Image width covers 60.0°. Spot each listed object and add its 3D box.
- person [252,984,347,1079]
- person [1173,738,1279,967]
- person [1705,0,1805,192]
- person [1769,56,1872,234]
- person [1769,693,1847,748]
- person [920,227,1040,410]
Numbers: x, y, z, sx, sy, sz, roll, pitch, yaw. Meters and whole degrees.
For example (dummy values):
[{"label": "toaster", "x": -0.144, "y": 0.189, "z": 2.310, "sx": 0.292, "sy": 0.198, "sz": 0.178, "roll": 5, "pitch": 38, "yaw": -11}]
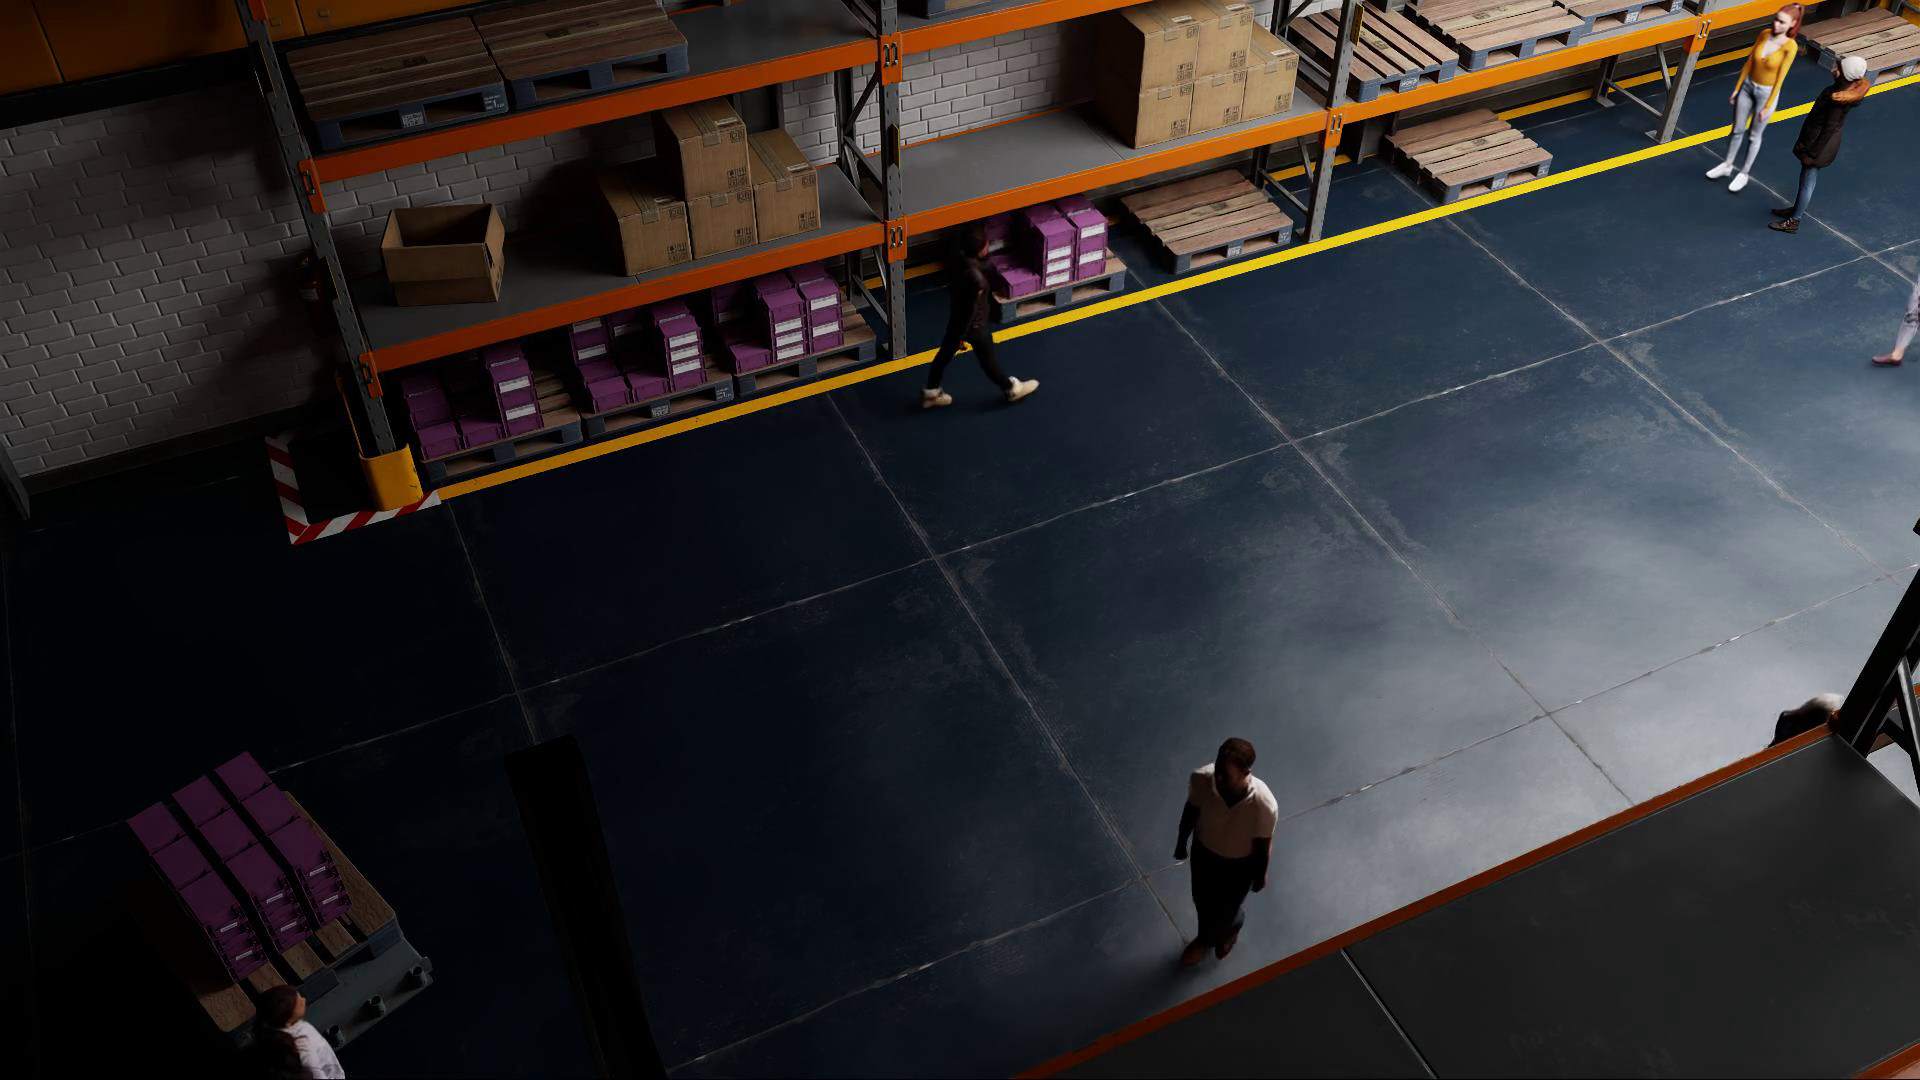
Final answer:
[{"label": "person", "x": -3.177, "y": 2.670, "z": 8.017, "sx": 0.645, "sy": 1.549, "sz": 0.730, "roll": 30, "pitch": 51, "yaw": 28}, {"label": "person", "x": 1.473, "y": 1.630, "z": 8.900, "sx": 0.798, "sy": 1.837, "sz": 0.825, "roll": 31, "pitch": 52, "yaw": 28}, {"label": "person", "x": 7.124, "y": -3.961, "z": 14.834, "sx": 0.518, "sy": 1.746, "sz": 0.584, "roll": -21, "pitch": 48, "yaw": -21}, {"label": "person", "x": 7.425, "y": -3.421, "z": 14.349, "sx": 0.810, "sy": 1.634, "sz": 0.730, "roll": 21, "pitch": 48, "yaw": 21}, {"label": "person", "x": 4.405, "y": 1.458, "z": 9.171, "sx": 1.153, "sy": 1.714, "sz": 0.702, "roll": -11, "pitch": 45, "yaw": -11}, {"label": "person", "x": 0.190, "y": -1.671, "z": 12.512, "sx": 0.596, "sy": 1.634, "sz": 1.121, "roll": -18, "pitch": 46, "yaw": -18}]
